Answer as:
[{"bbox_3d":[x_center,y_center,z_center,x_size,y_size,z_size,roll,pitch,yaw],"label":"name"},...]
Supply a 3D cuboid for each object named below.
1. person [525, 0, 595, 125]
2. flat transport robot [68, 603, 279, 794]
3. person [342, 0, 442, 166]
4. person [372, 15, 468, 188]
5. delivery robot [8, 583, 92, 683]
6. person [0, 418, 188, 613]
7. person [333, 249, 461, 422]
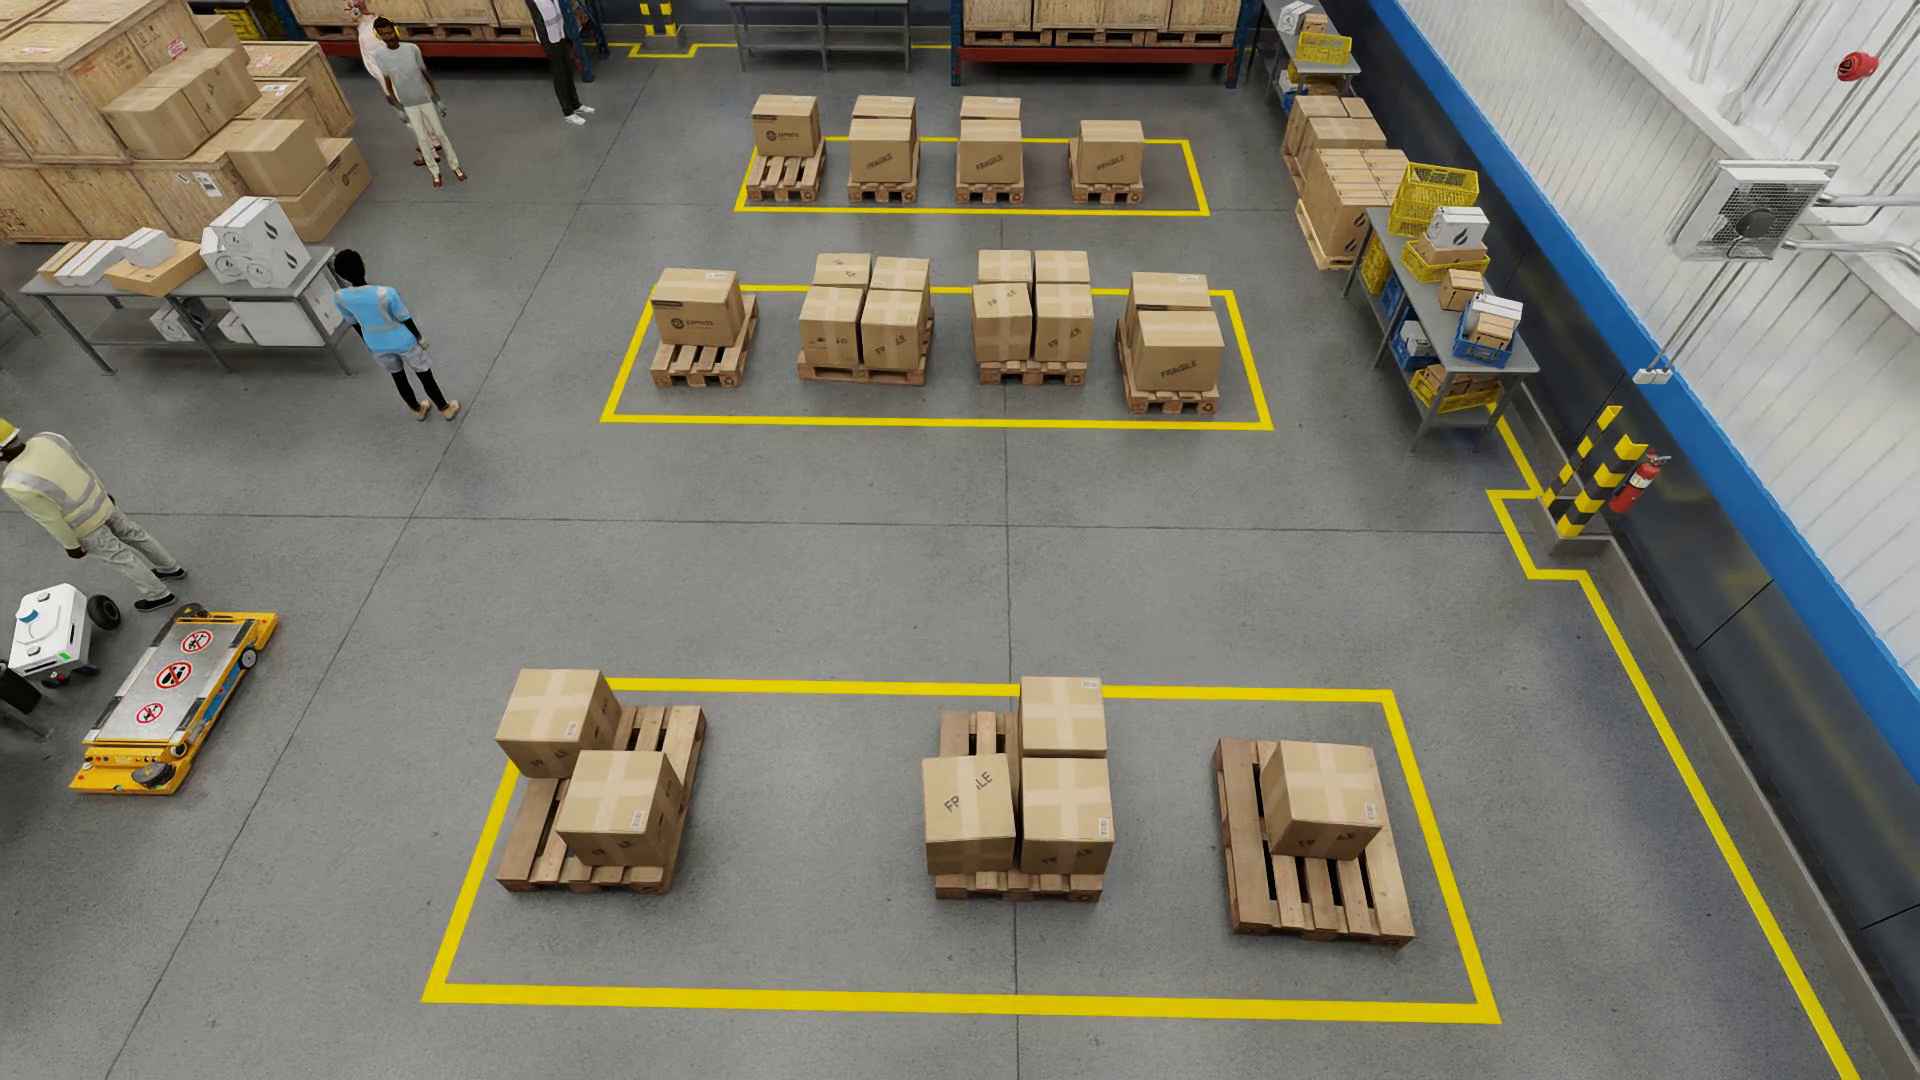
[{"bbox_3d":[-5.146,-6.336,11.643,0.397,1.913,0.590,7,50,6],"label":"person"},{"bbox_3d":[-5.504,1.072,6.442,0.652,0.197,1.431,1,50,1],"label":"flat transport robot"},{"bbox_3d":[-6.781,-5.477,10.930,0.397,1.898,0.637,-11,51,-9],"label":"person"},{"bbox_3d":[-6.246,-5.032,10.566,0.520,1.874,0.327,-24,54,-19],"label":"person"},{"bbox_3d":[-6.502,0.659,6.547,0.477,0.478,0.707,-21,53,-17],"label":"delivery robot"},{"bbox_3d":[-6.225,-0.178,6.483,0.403,1.834,0.588,-8,50,-7],"label":"person"},{"bbox_3d":[-4.866,-1.704,7.867,0.536,1.694,0.320,-2,50,-1],"label":"person"}]
